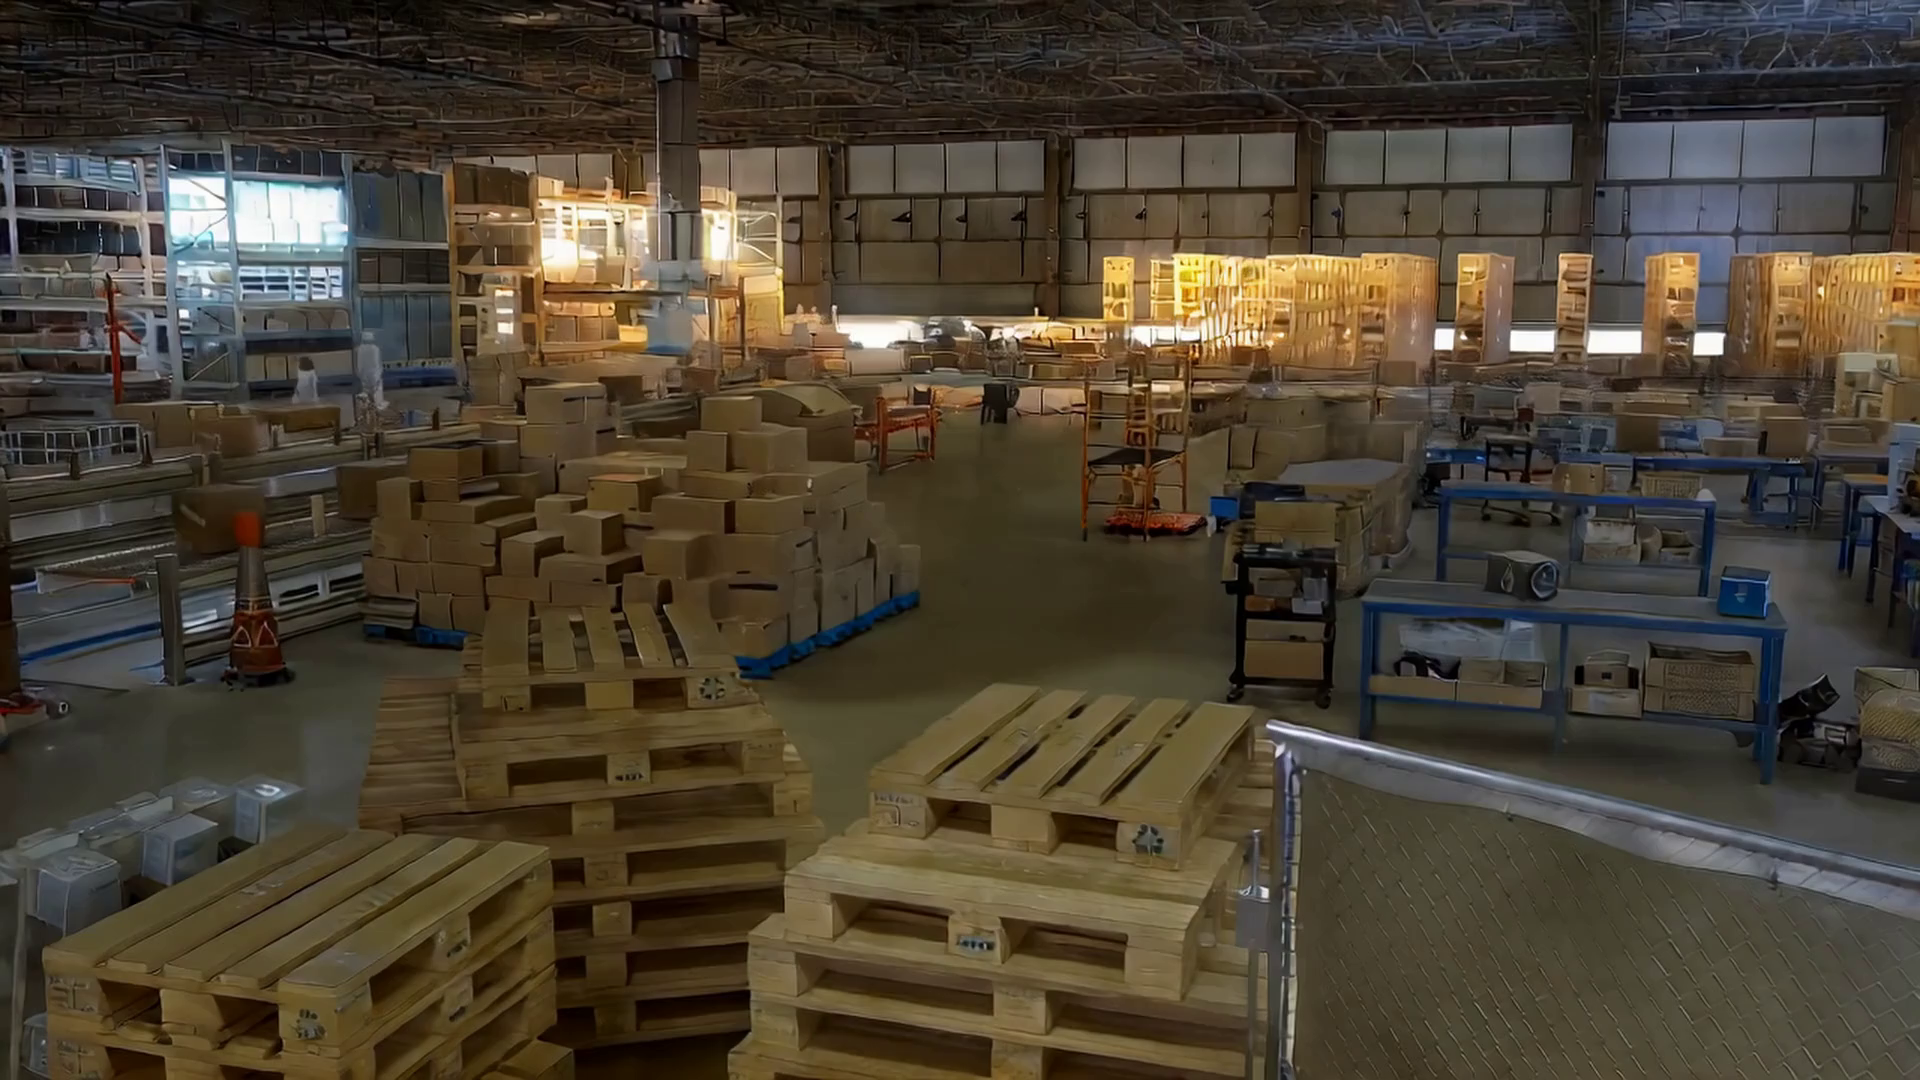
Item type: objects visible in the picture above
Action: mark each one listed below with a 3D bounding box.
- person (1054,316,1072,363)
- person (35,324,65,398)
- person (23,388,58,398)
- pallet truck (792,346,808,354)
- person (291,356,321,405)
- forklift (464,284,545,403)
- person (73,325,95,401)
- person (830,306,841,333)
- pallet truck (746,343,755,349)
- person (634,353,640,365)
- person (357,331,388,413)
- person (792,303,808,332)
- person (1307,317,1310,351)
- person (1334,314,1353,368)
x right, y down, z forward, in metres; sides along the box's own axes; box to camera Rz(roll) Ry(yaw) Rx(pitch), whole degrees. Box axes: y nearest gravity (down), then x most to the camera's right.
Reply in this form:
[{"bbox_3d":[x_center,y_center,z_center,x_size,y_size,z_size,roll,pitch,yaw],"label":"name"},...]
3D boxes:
[{"bbox_3d":[2.757,-4.964,44.183,0.615,1.942,0.407,-7,11,-36],"label":"person"},{"bbox_3d":[-22.134,-4.306,40.298,0.637,1.874,0.850,5,10,29],"label":"person"},{"bbox_3d":[-22.209,-4.135,40.046,0.817,1.594,0.587,-5,10,-28],"label":"person"},{"bbox_3d":[-3.705,-4.298,42.022,0.653,1.274,1.630,3,10,20],"label":"pallet truck"},{"bbox_3d":[-11.784,-2.517,29.935,0.506,1.590,0.856,7,12,39],"label":"person"},{"bbox_3d":[-10.832,-4.702,39.610,1.129,2.768,1.873,3,10,20],"label":"forklift"},{"bbox_3d":[-21.269,-4.282,40.218,0.648,1.847,1.051,0,9,1],"label":"person"},{"bbox_3d":[-4.890,-8.456,66.524,0.817,1.820,0.624,0,9,-1],"label":"person"},{"bbox_3d":[-6.183,-4.618,44.264,1.601,1.201,0.680,-9,12,-43],"label":"pallet truck"},{"bbox_3d":[-10.171,-6.317,52.712,0.378,1.932,0.551,0,9,2],"label":"person"},{"bbox_3d":[-12.945,-3.702,36.671,0.617,1.806,0.700,3,10,19],"label":"person"},{"bbox_3d":[-6.363,-8.454,66.104,0.635,1.956,1.002,-2,9,-15],"label":"person"},{"bbox_3d":[12.375,-7.348,59.466,0.387,1.846,0.566,2,9,10],"label":"person"},{"bbox_3d":[11.949,-6.113,51.891,0.591,1.850,0.556,7,12,38],"label":"person"}]
